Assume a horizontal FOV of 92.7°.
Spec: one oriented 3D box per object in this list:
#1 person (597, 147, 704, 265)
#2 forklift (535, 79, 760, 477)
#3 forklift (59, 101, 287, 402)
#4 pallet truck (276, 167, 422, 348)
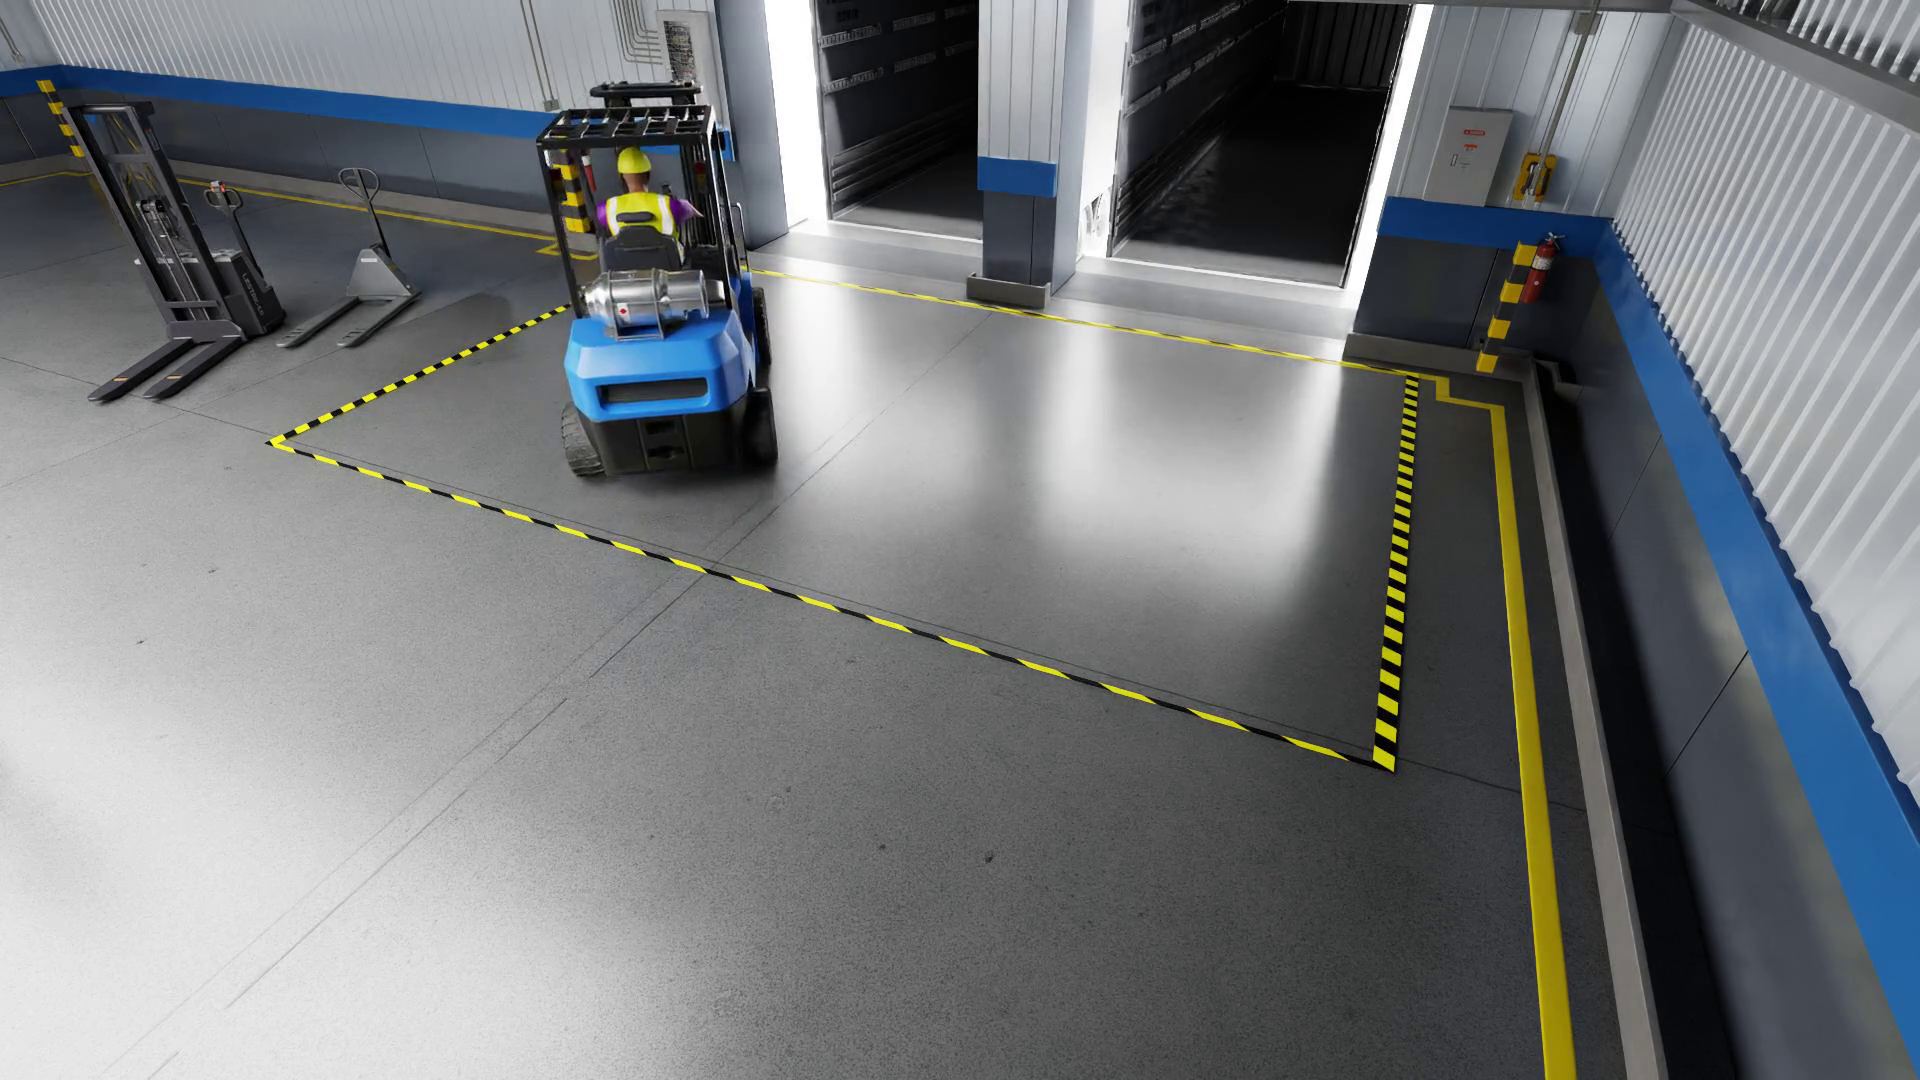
[{"bbox_3d":[-2.138,-2.161,6.474,0.635,1.293,1.004,-6,35,-8],"label":"person"},{"bbox_3d":[-2.134,-1.973,6.532,1.157,2.036,2.680,-6,35,-8],"label":"forklift"},{"bbox_3d":[-6.686,-2.387,7.434,0.823,1.965,1.885,-3,35,-5],"label":"forklift"},{"bbox_3d":[-5.732,-2.611,8.414,0.680,1.201,1.601,-1,35,-1],"label":"pallet truck"}]
